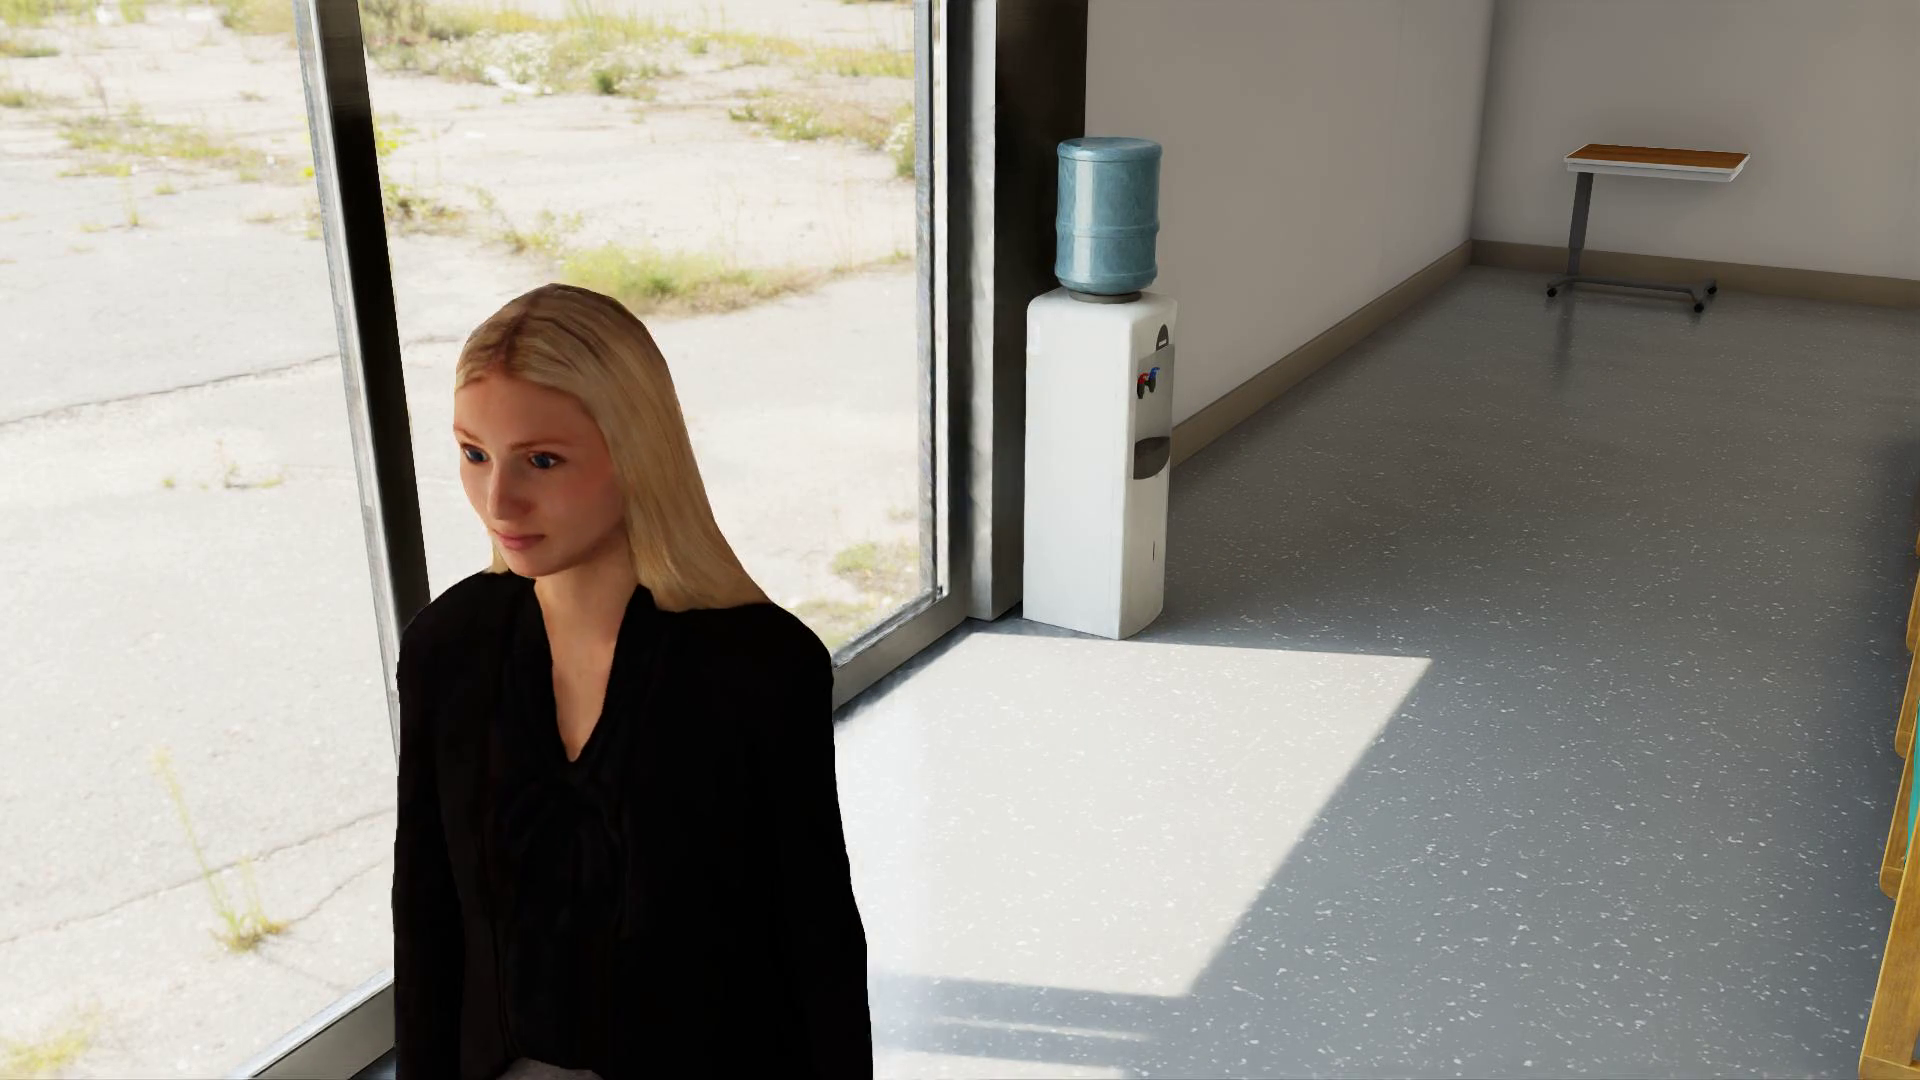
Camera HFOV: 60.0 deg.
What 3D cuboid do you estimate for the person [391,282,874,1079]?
[{"bbox_3d":[-0.279,0.622,1.773,0.638,1.824,0.734,7,22,17],"label":"person"}]
